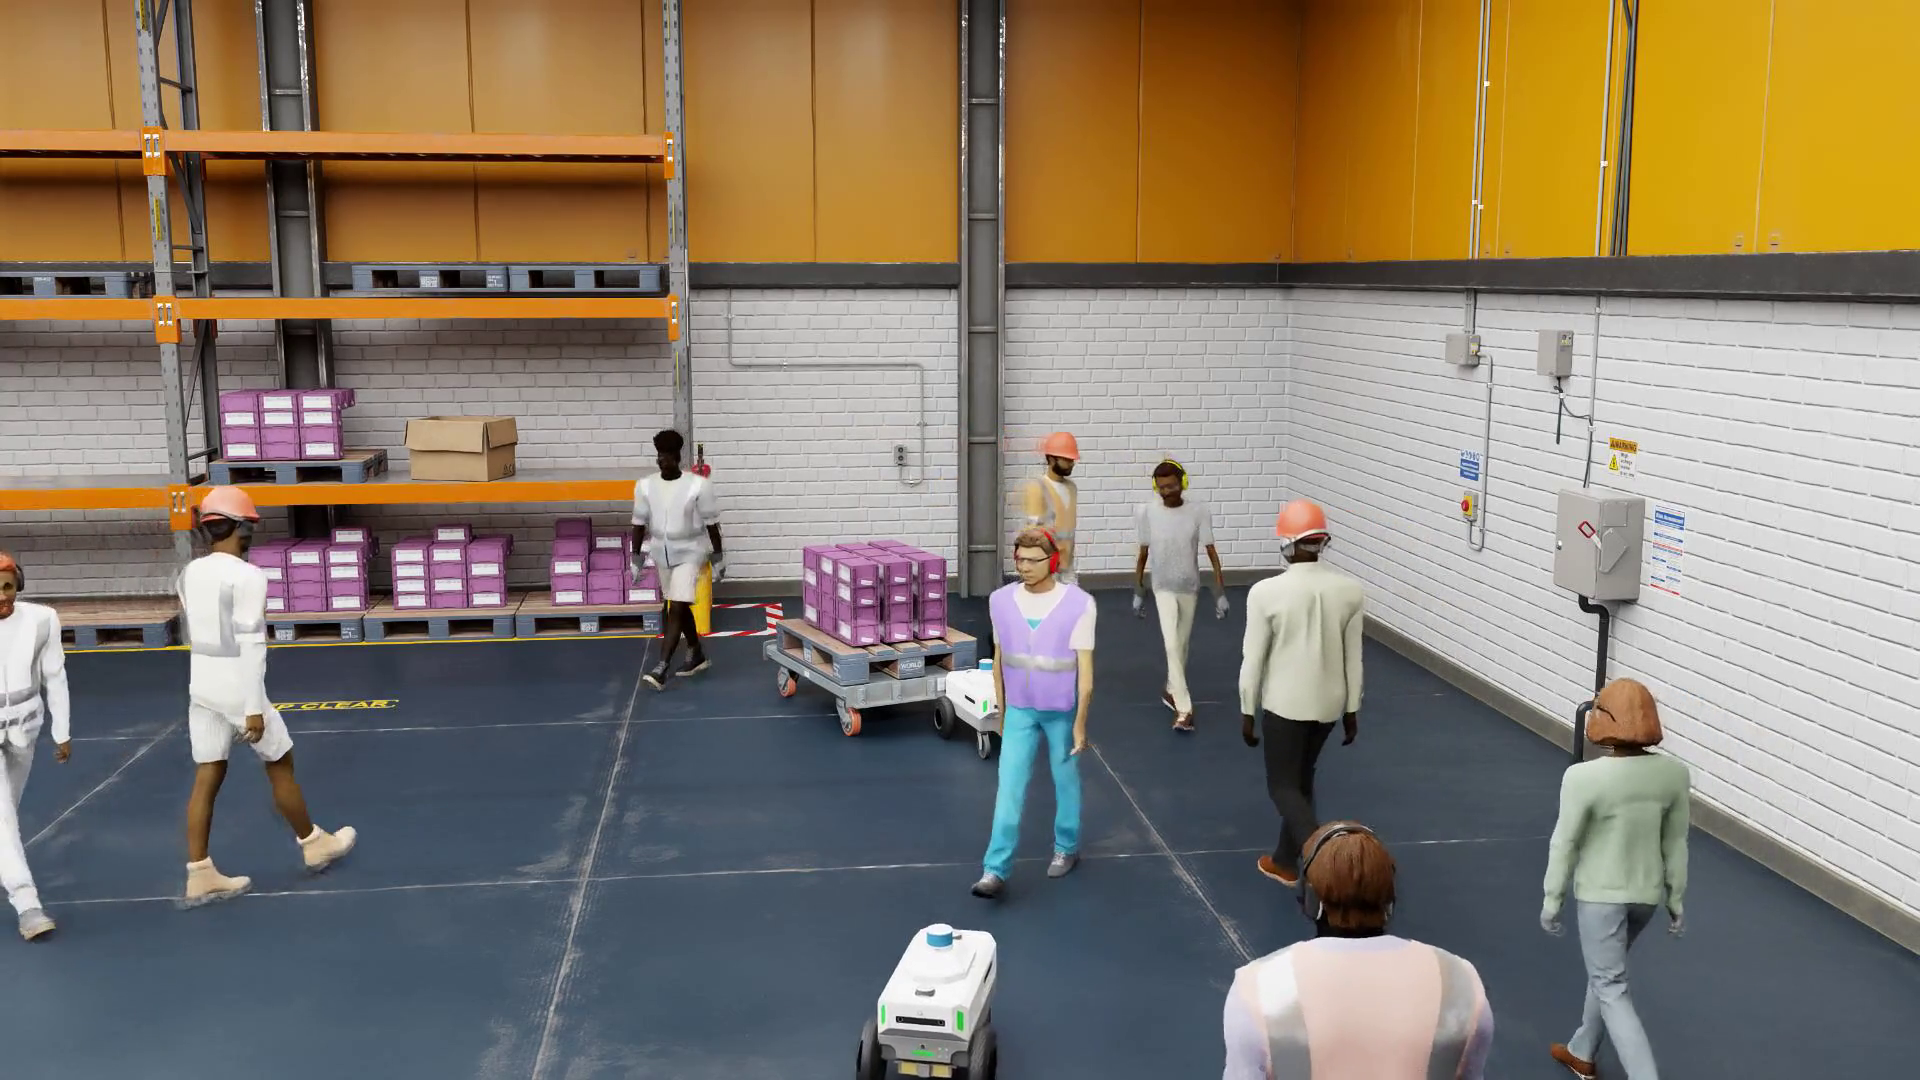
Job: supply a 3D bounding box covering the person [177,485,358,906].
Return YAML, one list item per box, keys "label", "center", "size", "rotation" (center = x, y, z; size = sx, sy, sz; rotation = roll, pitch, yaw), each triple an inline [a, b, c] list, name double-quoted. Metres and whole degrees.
- label: "person"
  center: [-3.493, 0.730, 8.205]
  size: [0.634, 1.991, 1.004]
  rotation: [5, 11, 31]

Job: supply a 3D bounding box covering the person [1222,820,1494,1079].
- label: "person"
  center: [0.902, 1.527, 3.884]
  size: [0.648, 1.787, 0.979]
  rotation: [0, 9, -1]

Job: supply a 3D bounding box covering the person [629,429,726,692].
- label: "person"
  center: [-2.098, 0.137, 12.183]
  size: [0.635, 1.894, 1.013]
  rotation: [3, 10, 17]

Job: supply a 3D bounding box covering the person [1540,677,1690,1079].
- label: "person"
  center: [2.373, 1.290, 5.944]
  size: [0.508, 1.601, 0.823]
  rotation: [-2, 9, -13]

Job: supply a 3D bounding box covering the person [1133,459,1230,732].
- label: "person"
  center: [1.483, 0.354, 11.161]
  size: [0.616, 1.804, 0.944]
  rotation: [0, 9, 1]

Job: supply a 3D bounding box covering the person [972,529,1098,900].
- label: "person"
  center: [0.368, 0.848, 8.089]
  size: [0.572, 1.799, 0.952]
  rotation: [3, 10, 21]

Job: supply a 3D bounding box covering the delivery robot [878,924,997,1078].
- label: "delivery robot"
  center: [-0.076, 1.704, 6.317]
  size: [0.477, 0.478, 0.707]
  rotation: [2, 9, 11]

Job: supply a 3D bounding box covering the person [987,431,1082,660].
- label: "person"
  center: [0.597, 0.147, 12.144]
  size: [0.769, 1.913, 0.551]
  rotation: [8, 12, 41]

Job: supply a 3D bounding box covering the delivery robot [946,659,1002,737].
- label: "delivery robot"
  center: [0.174, 1.008, 10.663]
  size: [0.477, 0.478, 0.707]
  rotation: [-3, 10, -21]

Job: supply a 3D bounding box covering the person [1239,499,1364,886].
- label: "person"
  center: [1.662, 0.795, 7.929]
  size: [0.610, 1.968, 0.858]
  rotation: [-3, 10, -18]

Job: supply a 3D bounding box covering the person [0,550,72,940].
- label: "person"
  center: [-4.523, 0.899, 7.844]
  size: [1.159, 1.793, 0.592]
  rotation: [8, 12, 40]
